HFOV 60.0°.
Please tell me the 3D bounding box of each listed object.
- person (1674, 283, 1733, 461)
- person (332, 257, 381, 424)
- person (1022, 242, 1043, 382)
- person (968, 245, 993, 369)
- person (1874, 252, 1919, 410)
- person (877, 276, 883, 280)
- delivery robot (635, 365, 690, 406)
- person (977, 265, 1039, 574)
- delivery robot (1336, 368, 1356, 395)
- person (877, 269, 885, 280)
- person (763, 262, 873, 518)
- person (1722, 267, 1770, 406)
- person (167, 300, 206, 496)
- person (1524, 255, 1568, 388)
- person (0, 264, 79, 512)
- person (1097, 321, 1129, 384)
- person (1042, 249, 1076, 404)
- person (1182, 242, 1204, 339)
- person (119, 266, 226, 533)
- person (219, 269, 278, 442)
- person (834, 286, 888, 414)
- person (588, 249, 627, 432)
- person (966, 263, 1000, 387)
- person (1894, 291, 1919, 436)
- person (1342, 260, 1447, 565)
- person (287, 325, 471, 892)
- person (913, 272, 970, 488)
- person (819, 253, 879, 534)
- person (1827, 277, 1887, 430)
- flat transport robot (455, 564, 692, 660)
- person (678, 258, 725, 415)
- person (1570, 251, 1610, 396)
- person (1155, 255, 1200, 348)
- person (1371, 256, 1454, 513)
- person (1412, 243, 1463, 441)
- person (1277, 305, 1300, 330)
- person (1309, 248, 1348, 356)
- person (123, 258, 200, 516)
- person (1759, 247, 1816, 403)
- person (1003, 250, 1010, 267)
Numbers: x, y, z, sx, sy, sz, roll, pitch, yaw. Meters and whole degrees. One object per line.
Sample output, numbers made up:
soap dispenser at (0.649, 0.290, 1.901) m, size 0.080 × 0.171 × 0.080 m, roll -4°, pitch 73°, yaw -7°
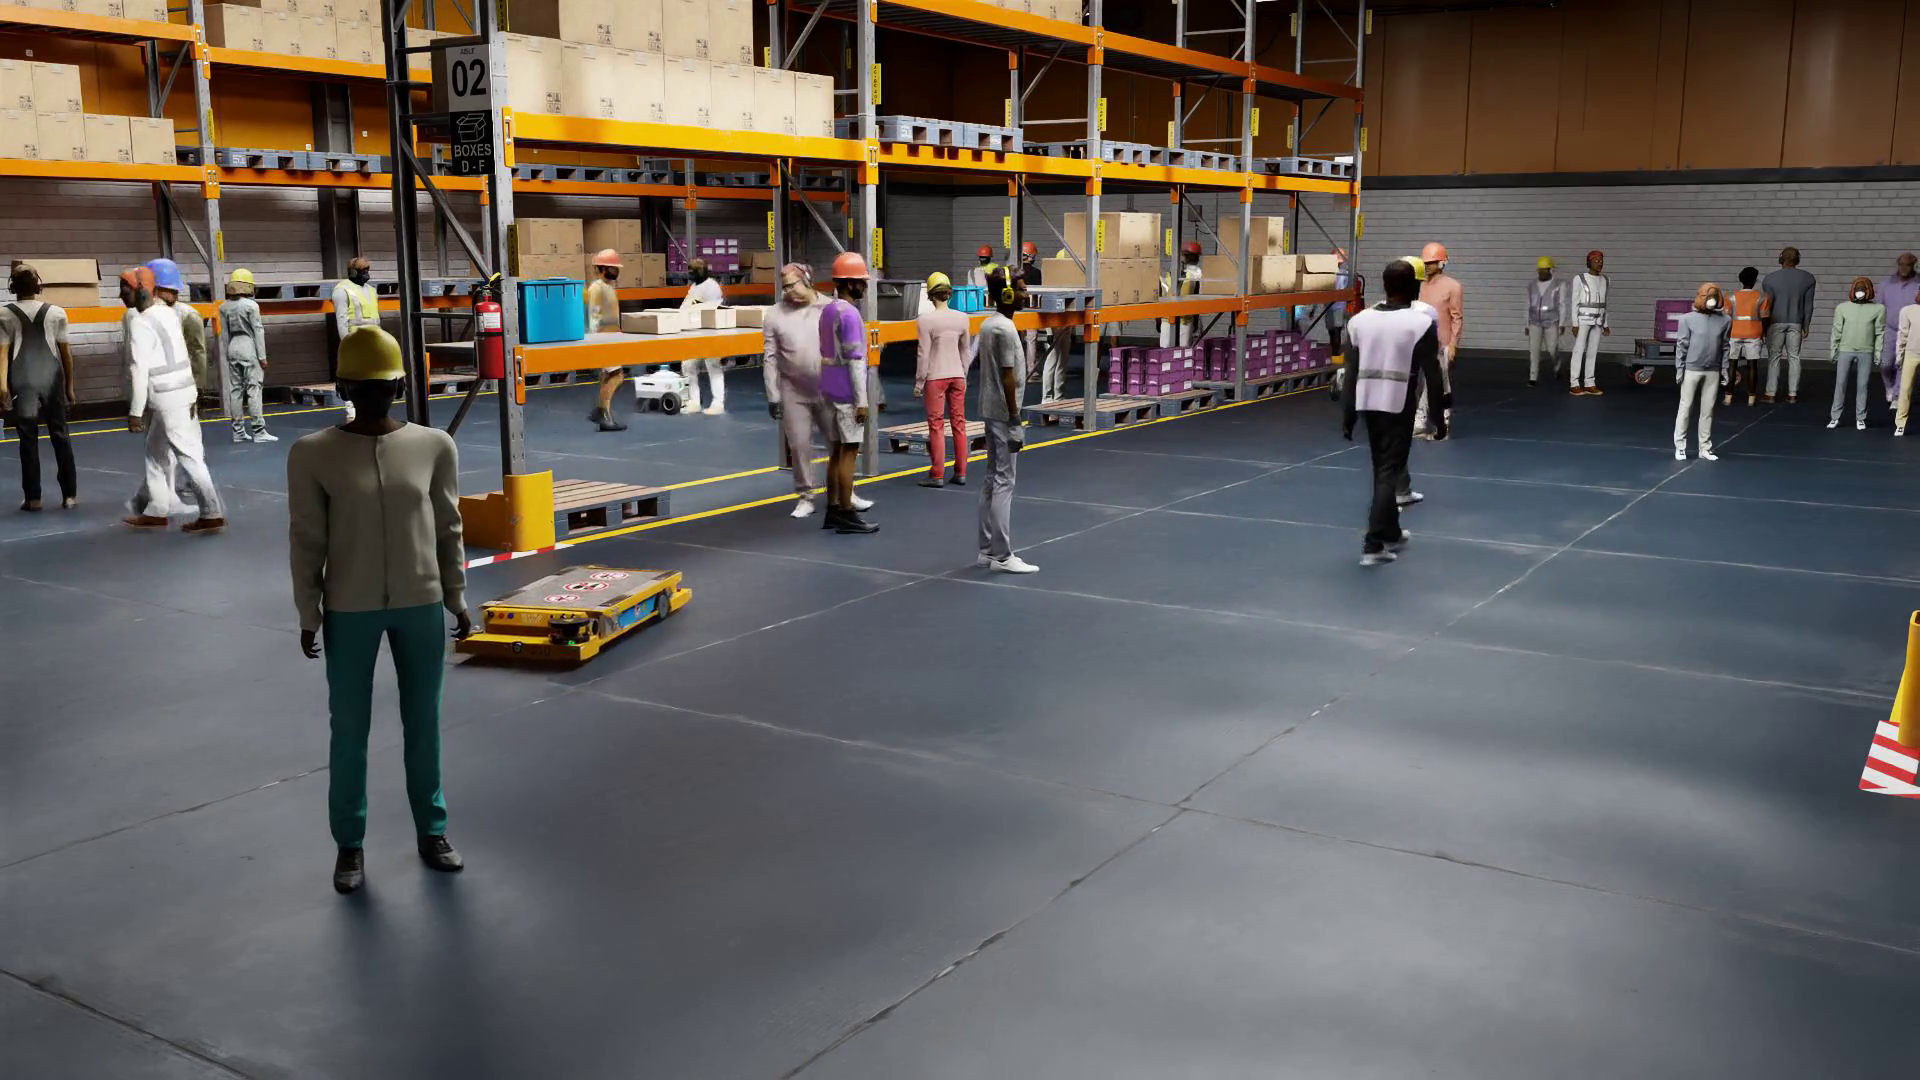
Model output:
person at (6.832, -1.542, 15.306) m, size 0.500 × 1.633 × 0.282 m, roll 0°, pitch 10°, yaw -1°
person at (-6.577, -2.174, 18.270) m, size 0.428 × 1.837 × 0.623 m, roll 4°, pitch 11°, yaw 19°
person at (0.960, -3.248, 23.754) m, size 0.615 × 1.994 × 0.381 m, roll 9°, pitch 14°, yaw 41°
person at (0.393, -3.634, 26.046) m, size 0.542 × 1.939 × 0.363 m, roll 3°, pitch 11°, yaw 16°
person at (11.333, -2.520, 20.020) m, size 0.658 × 1.887 × 0.661 m, roll 8°, pitch 13°, yaw 37°
person at (-1.399, -3.229, 24.123) m, size 0.586 × 1.824 × 0.403 m, roll 2°, pitch 10°, yaw 9°
delivery robot at (-3.456, -1.806, 19.494) m, size 0.707 × 0.478 × 0.477 m, roll 5°, pitch 11°, yaw 27°
person at (0.276, -0.730, 10.147) m, size 0.327 × 1.874 × 0.519 m, roll -3°, pitch 11°, yaw -16°
delivery robot at (5.033, -2.072, 20.967) m, size 0.477 × 0.478 × 0.707 m, roll 7°, pitch 12°, yaw 35°
person at (-1.575, -3.988, 28.341) m, size 0.334 × 1.826 × 0.754 m, roll 9°, pitch 14°, yaw 41°
person at (-1.057, -1.080, 12.122) m, size 0.753 × 1.865 × 0.473 m, roll -2°, pitch 10°, yaw -10°
person at (9.604, -2.490, 20.368) m, size 0.538 × 1.698 × 0.319 m, roll 5°, pitch 11°, yaw 26°
person at (-6.256, -1.254, 13.154) m, size 0.600 × 1.830 × 0.404 m, roll 3°, pitch 11°, yaw 15°
person at (8.092, -3.015, 22.958) m, size 0.598 × 1.816 × 0.628 m, roll 8°, pitch 13°, yaw 38°
person at (-6.923, -1.135, 12.462) m, size 0.506 × 1.845 × 0.342 m, roll -8°, pitch 13°, yaw -37°
person at (2.090, -3.218, 23.451) m, size 0.605 × 2.045 × 0.378 m, roll 1°, pitch 10°, yaw 6°
person at (1.240, -2.559, 20.157) m, size 0.403 × 1.919 × 0.588 m, roll 8°, pitch 13°, yaw 36°
person at (3.366, -3.366, 24.422) m, size 1.071 × 1.983 × 0.631 m, roll -9°, pitch 14°, yaw -42°
person at (-5.482, -0.934, 11.356) m, size 0.791 × 1.838 × 0.604 m, roll -2°, pitch 10°, yaw -10°
person at (-7.162, -1.845, 16.702) m, size 0.484 × 1.736 × 0.305 m, roll 3°, pitch 11°, yaw 18°
person at (-1.173, -2.332, 19.067) m, size 0.626 × 1.875 × 1.099 m, roll 8°, pitch 13°, yaw 39°
person at (-3.693, -2.089, 17.527) m, size 0.401 × 1.923 × 0.578 m, roll 1°, pitch 10°, yaw 6°
person at (0.351, -2.959, 22.944) m, size 0.915 × 1.706 × 0.524 m, roll -1°, pitch 10°, yaw -8°
person at (9.903, -1.864, 17.114) m, size 0.496 × 1.627 × 0.277 m, roll 5°, pitch 11°, yaw 26°
person at (2.803, -0.812, 10.549) m, size 0.862 × 1.889 × 0.610 m, roll -10°, pitch 14°, yaw -43°
person at (-1.806, 0.211, 5.226) m, size 0.535 × 1.766 × 0.318 m, roll -6°, pitch 12°, yaw -31°
person at (-0.154, -1.305, 13.647) m, size 0.523 × 1.760 × 0.327 m, roll -7°, pitch 13°, yaw -36°
person at (-0.759, -1.006, 11.521) m, size 0.388 × 1.933 × 0.559 m, roll -5°, pitch 11°, yaw -25°
person at (9.600, -1.995, 17.811) m, size 0.507 × 1.632 × 0.268 m, roll 6°, pitch 12°, yaw 30°
flat transport robot at (-1.957, 0.349, 8.601) m, size 0.652 × 0.197 × 1.431 m, roll 2°, pitch 11°, yaw 12°
person at (-3.018, -2.337, 19.222) m, size 0.651 × 1.817 × 0.622 m, roll -8°, pitch 13°, yaw -39°
person at (8.243, -2.830, 21.750) m, size 0.573 × 1.883 × 0.355 m, roll -4°, pitch 11°, yaw -21°
person at (3.010, -3.042, 23.083) m, size 0.621 × 1.835 × 0.430 m, roll 0°, pitch 10°, yaw 1°
person at (3.351, -1.145, 12.371) m, size 0.839 × 1.893 × 0.594 m, roll -8°, pitch 13°, yaw -36°
person at (4.762, -1.993, 16.809) m, size 0.402 × 1.990 × 0.622 m, roll -7°, pitch 12°, yaw -34°
person at (5.052, -3.490, 26.010) m, size 0.788 × 1.646 × 0.588 m, roll 3°, pitch 11°, yaw 14°
person at (5.905, -3.660, 26.343) m, size 0.615 × 1.893 × 0.733 m, roll 9°, pitch 13°, yaw 39°
person at (-5.769, -1.051, 11.893) m, size 0.646 × 1.907 × 0.655 m, roll 7°, pitch 12°, yaw 35°
person at (10.261, -2.668, 20.693) m, size 0.627 × 1.941 × 0.371 m, roll 1°, pitch 10°, yaw 7°
person at (0.740, -3.339, 24.583) m, size 0.412 × 1.887 × 0.691 m, roll -4°, pitch 11°, yaw -20°
